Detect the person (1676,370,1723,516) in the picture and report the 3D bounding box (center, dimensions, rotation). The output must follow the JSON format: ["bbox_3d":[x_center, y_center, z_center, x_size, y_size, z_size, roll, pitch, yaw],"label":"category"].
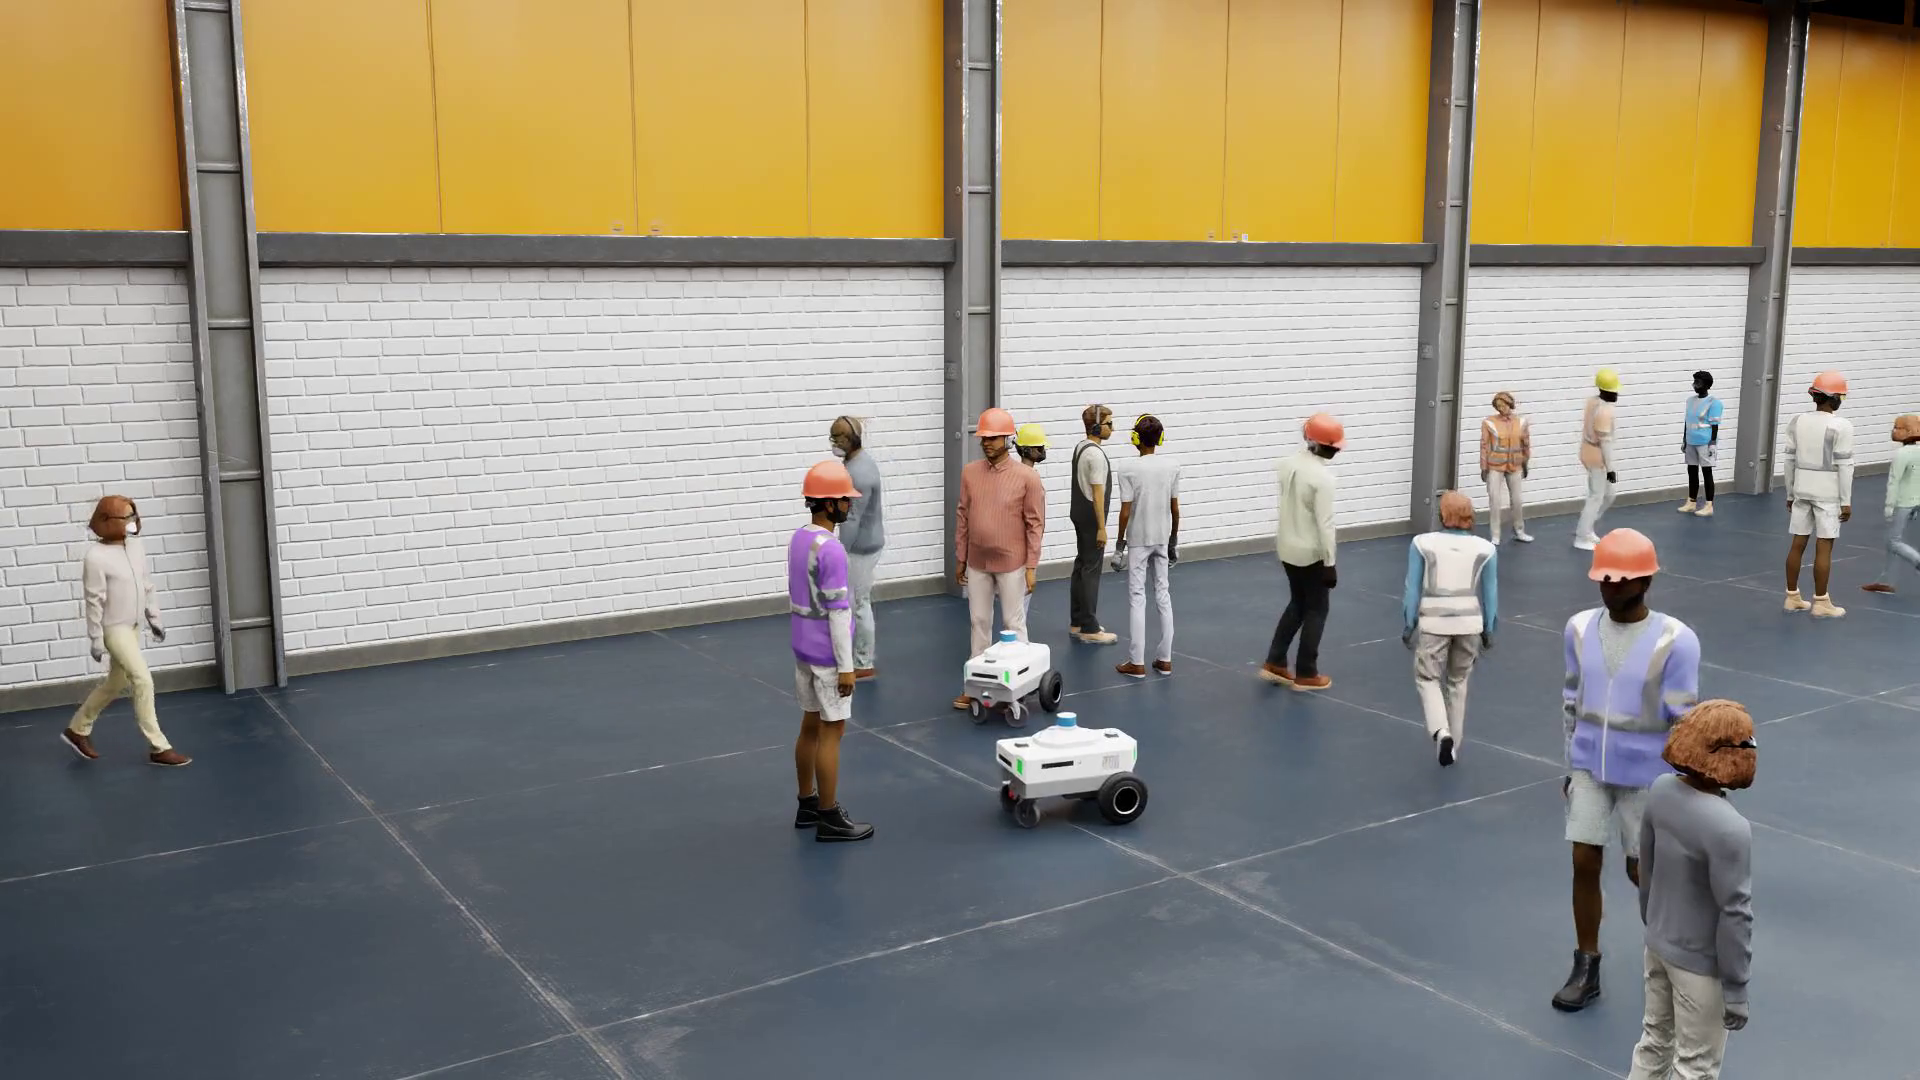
[{"bbox_3d":[8.617,-1.128,19.355,0.319,1.691,0.536,-3,10,-17],"label":"person"}]

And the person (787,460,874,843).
[{"bbox_3d":[-0.666,0.560,8.442,0.356,1.937,0.552,-5,11,-28],"label":"person"}]

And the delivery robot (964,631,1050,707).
[{"bbox_3d":[0.306,0.827,10.707,0.477,0.478,0.707,5,11,26],"label":"delivery robot"}]

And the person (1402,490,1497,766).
[{"bbox_3d":[2.828,0.532,9.562,0.540,1.614,0.548,1,9,4],"label":"person"}]

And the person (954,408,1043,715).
[{"bbox_3d":[0.237,0.138,10.813,0.611,1.996,0.379,5,11,29],"label":"person"}]

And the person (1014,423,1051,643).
[{"bbox_3d":[0.508,0.030,12.154,0.309,1.769,0.525,1,9,5],"label":"person"}]

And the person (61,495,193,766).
[{"bbox_3d":[-4.930,0.520,9.693,0.805,1.601,0.510,1,9,4],"label":"person"}]

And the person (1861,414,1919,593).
[{"bbox_3d":[8.299,-0.292,14.546,0.509,1.610,0.629,-8,12,-39],"label":"person"}]

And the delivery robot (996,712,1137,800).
[{"bbox_3d":[0.558,1.152,8.749,0.707,0.478,0.477,-4,10,-20],"label":"delivery robot"}]

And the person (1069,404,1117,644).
[{"bbox_3d":[1.021,-0.125,12.851,0.325,1.843,0.516,-2,10,-12],"label":"person"}]

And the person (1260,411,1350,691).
[{"bbox_3d":[2.371,0.091,11.259,0.430,1.945,0.654,-3,10,-18],"label":"person"}]

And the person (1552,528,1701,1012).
[{"bbox_3d":[2.663,0.879,6.600,0.748,1.911,0.554,-9,13,-42],"label":"person"}]

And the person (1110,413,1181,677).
[{"bbox_3d":[1.312,0.039,11.780,0.520,1.873,0.328,-4,10,-22],"label":"person"}]

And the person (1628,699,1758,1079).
[{"bbox_3d":[2.225,1.277,5.039,0.265,1.632,0.508,-1,9,-6],"label":"person"}]

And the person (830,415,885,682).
[{"bbox_3d":[-0.765,0.079,11.470,0.491,1.902,0.671,-3,10,-16],"label":"person"}]

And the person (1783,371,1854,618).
[{"bbox_3d":[7.114,-0.376,13.765,0.376,2.045,0.605,-4,10,-24],"label":"person"}]

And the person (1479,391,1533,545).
[{"bbox_3d":[5.651,-0.739,17.234,0.587,1.609,0.406,0,9,-1],"label":"person"}]

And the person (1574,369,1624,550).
[{"bbox_3d":[6.491,-0.807,16.888,0.408,1.879,0.700,3,10,20],"label":"person"}]
